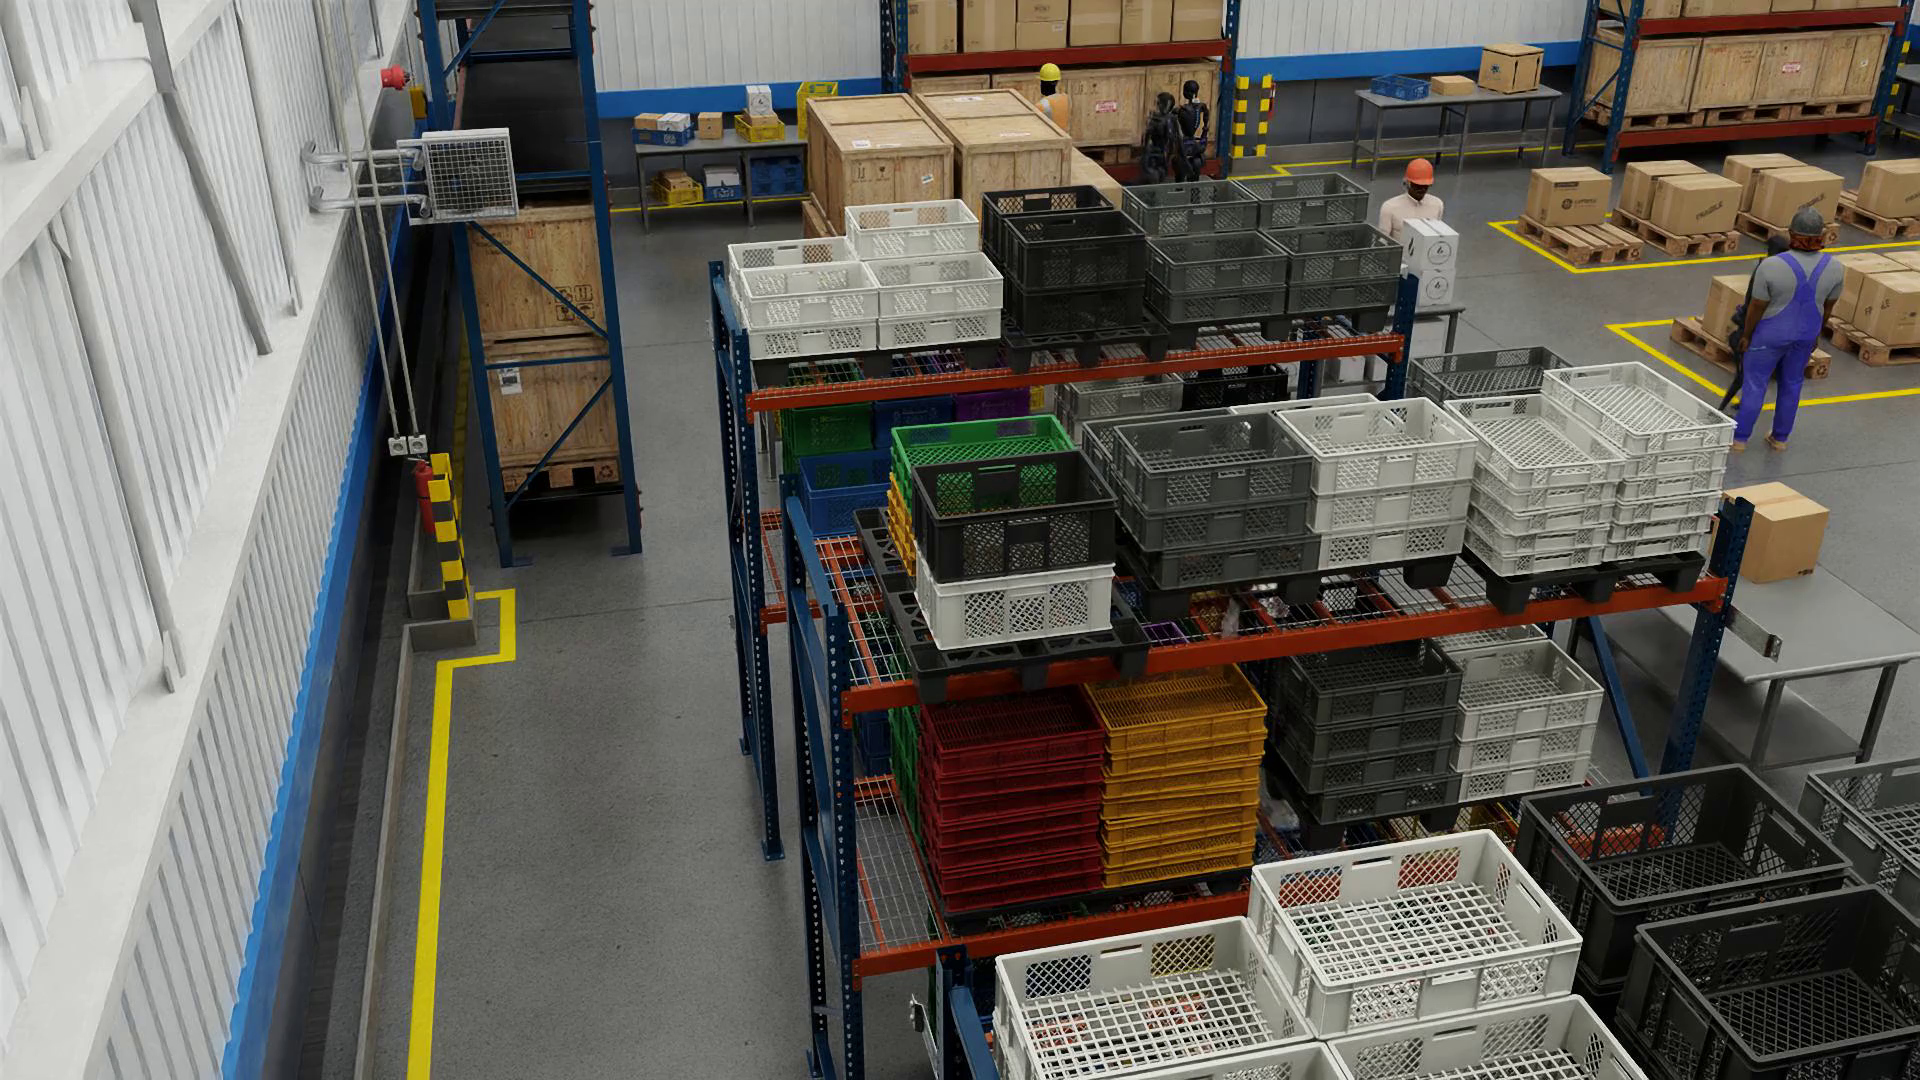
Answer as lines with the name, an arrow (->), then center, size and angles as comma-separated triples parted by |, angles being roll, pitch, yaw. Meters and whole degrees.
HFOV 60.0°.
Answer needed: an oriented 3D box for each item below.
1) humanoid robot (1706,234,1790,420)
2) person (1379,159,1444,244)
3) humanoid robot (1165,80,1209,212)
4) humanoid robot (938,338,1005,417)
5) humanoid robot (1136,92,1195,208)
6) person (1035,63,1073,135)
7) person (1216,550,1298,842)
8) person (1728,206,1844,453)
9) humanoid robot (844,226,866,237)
humanoid robot -> 6.686, -1.769, 13.900 | 0.649, 1.638, 0.383 | -19, 33, -32
person -> 3.958, -2.400, 14.750 | 0.621, 1.991, 0.395 | -7, 29, -13
humanoid robot -> 2.560, -4.357, 18.786 | 0.589, 1.657, 0.327 | -16, 32, -28
humanoid robot -> 0.096, -1.085, 12.579 | 0.607, 1.657, 0.315 | 3, 28, 6
humanoid robot -> 2.231, -4.129, 18.402 | 0.703, 1.626, 0.549 | 19, 33, 32
person -> 0.989, -4.292, 18.410 | 0.375, 1.928, 0.585 | 22, 35, 35
person -> 1.472, 0.817, 8.830 | 0.892, 1.828, 0.609 | 2, 28, 4
person -> 6.569, -1.684, 13.344 | 0.683, 2.000, 0.539 | -1, 28, -1
humanoid robot -> -0.842, -1.846, 14.025 | 0.327, 1.657, 0.585 | -19, 33, -32
